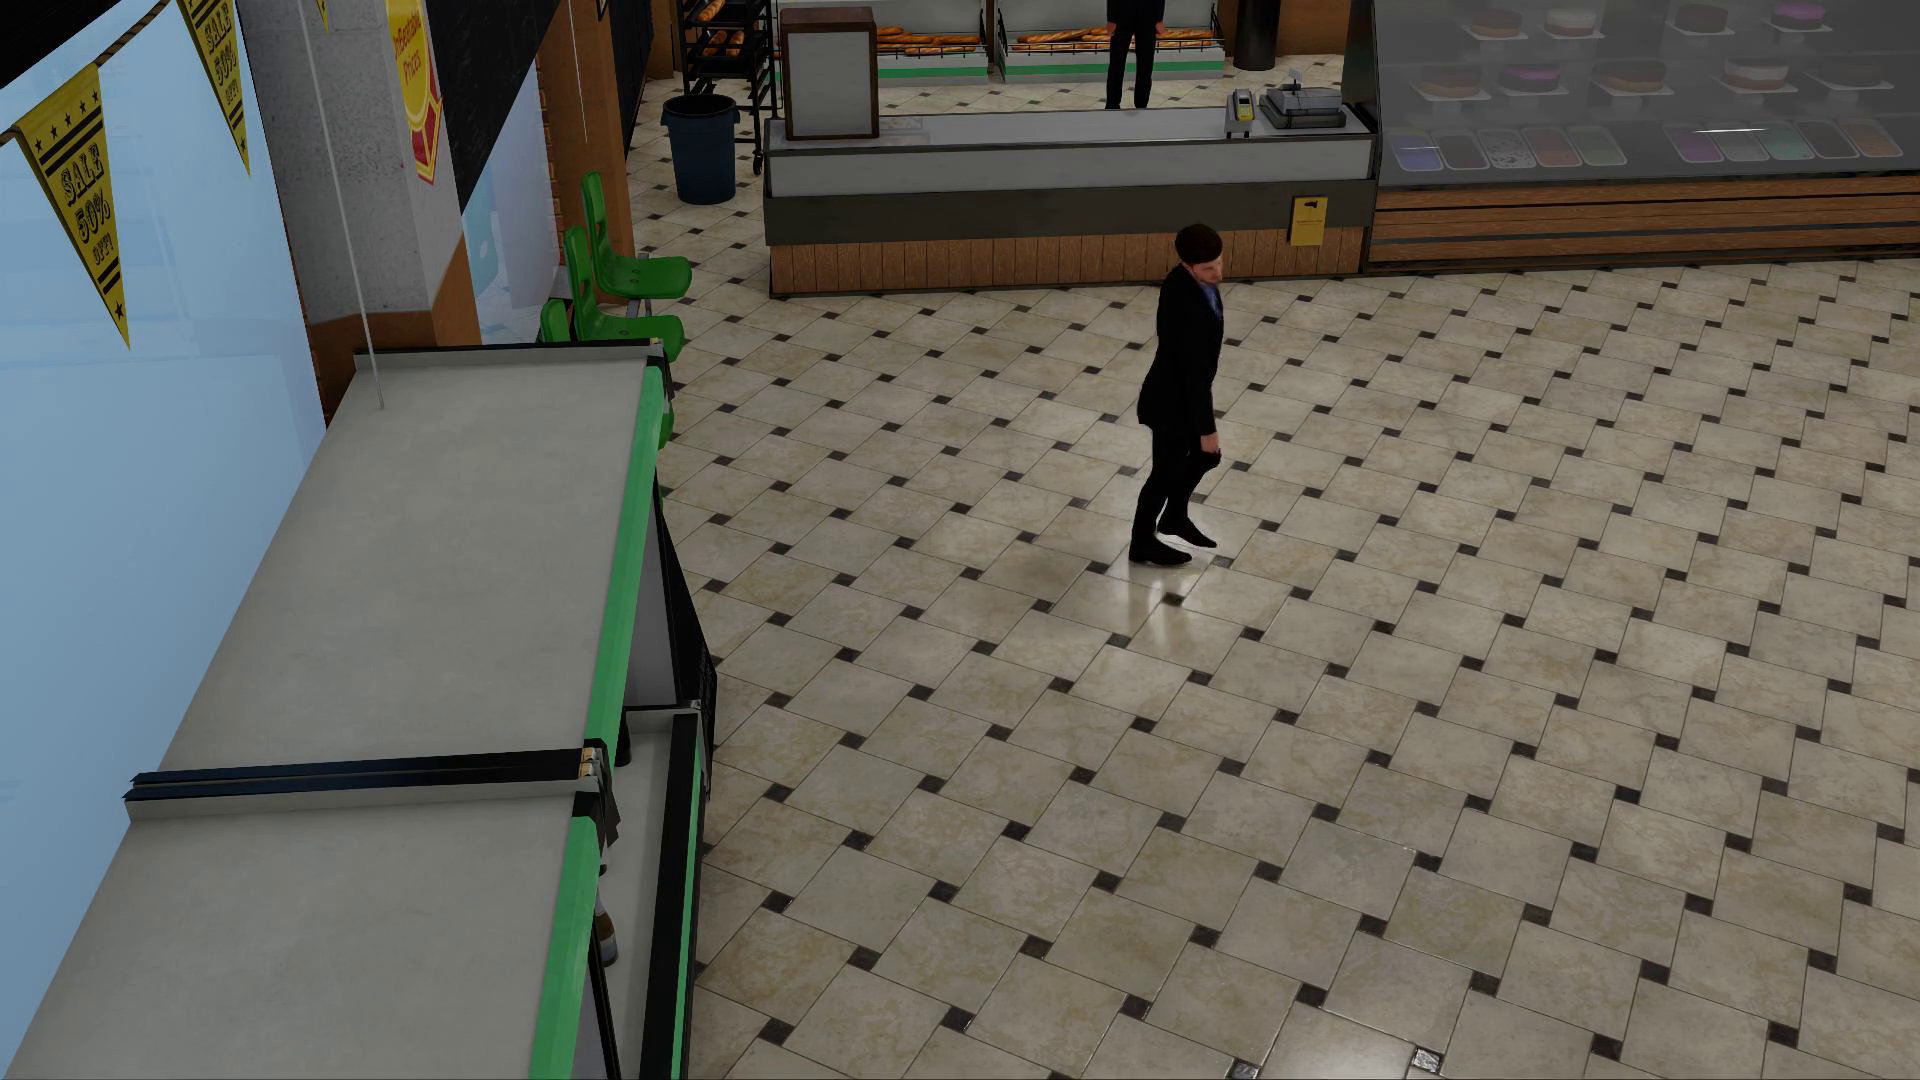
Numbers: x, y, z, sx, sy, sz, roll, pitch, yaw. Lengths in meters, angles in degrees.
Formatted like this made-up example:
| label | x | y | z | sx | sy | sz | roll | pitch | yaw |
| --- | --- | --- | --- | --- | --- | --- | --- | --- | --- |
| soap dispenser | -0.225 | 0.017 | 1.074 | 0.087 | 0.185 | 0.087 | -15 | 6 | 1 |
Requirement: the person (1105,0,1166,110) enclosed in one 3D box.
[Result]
| label | x | y | z | sx | sy | sz | roll | pitch | yaw |
| --- | --- | --- | --- | --- | --- | --- | --- | --- | --- |
| person | 1.422 | -4.245 | 13.476 | 0.623 | 1.868 | 0.566 | -2 | 32 | -4 |

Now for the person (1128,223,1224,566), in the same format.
| label | x | y | z | sx | sy | sz | roll | pitch | yaw |
| --- | --- | --- | --- | --- | --- | --- | --- | --- | --- |
| person | 0.991 | -0.657 | 7.739 | 0.925 | 1.836 | 0.746 | 1 | 32 | 1 |
